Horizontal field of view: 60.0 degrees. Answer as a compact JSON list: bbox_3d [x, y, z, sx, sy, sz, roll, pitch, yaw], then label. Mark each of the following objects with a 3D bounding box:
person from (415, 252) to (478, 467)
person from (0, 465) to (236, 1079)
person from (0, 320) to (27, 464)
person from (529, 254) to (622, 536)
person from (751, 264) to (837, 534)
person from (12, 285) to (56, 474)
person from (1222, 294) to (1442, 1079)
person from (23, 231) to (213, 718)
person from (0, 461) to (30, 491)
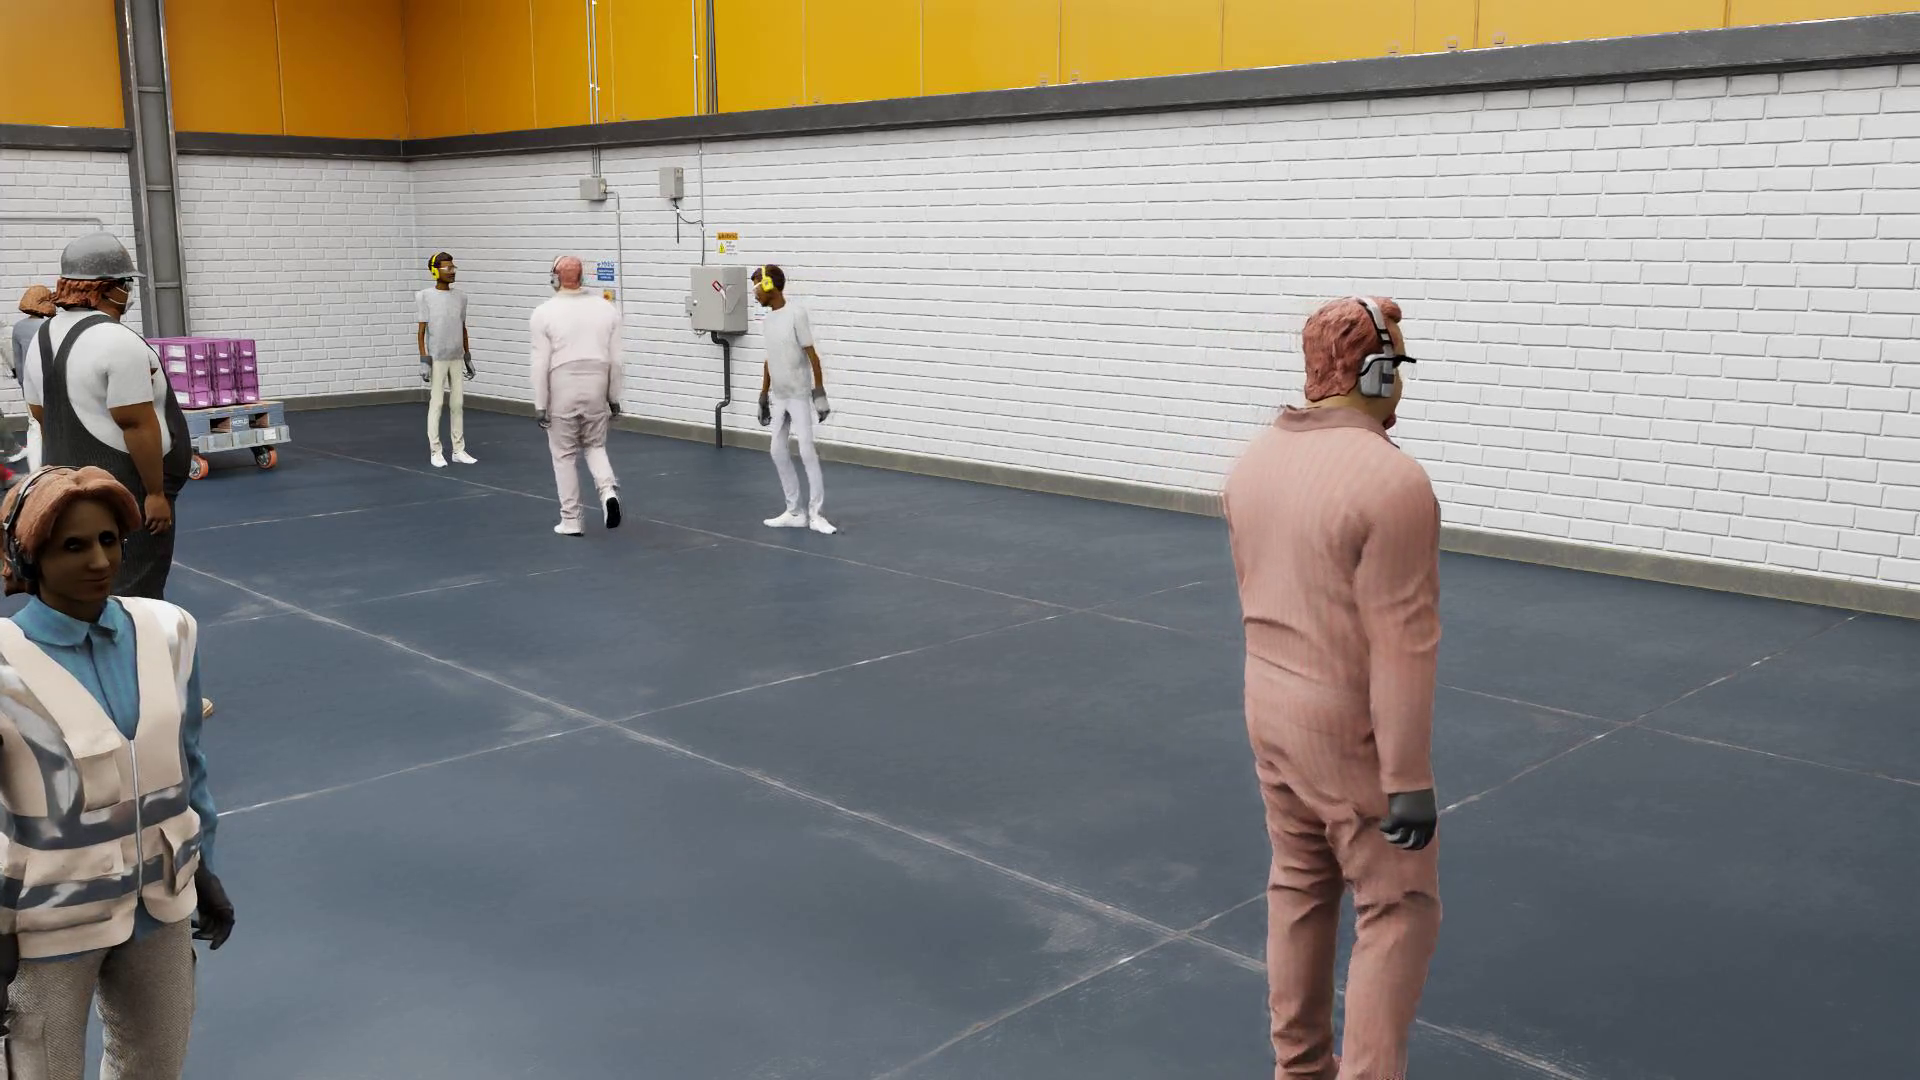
[{"bbox_3d":[-4.515,-1.585,14.643,0.318,1.874,0.531,9,14,41],"label":"person"},{"bbox_3d":[-1.525,0.679,2.939,0.311,1.638,0.523,5,11,25],"label":"person"},{"bbox_3d":[-8.456,-1.527,14.339,0.580,1.865,0.974,5,12,28],"label":"person"},{"bbox_3d":[-2.561,-0.955,11.133,0.653,1.898,0.526,-7,13,-35],"label":"person"},{"bbox_3d":[-1.119,-0.949,11.321,0.342,1.833,0.691,-10,14,-43],"label":"person"},{"bbox_3d":[-7.221,-1.187,13.129,0.507,1.631,0.266,4,11,21],"label":"person"},{"bbox_3d":[0.848,0.421,3.650,0.441,1.897,0.686,-4,11,-21],"label":"person"},{"bbox_3d":[-3.467,-0.248,6.898,0.678,2.000,0.537,6,12,29],"label":"person"},{"bbox_3d":[-7.704,-1.181,12.822,0.550,1.723,0.899,7,12,32],"label":"person"}]
